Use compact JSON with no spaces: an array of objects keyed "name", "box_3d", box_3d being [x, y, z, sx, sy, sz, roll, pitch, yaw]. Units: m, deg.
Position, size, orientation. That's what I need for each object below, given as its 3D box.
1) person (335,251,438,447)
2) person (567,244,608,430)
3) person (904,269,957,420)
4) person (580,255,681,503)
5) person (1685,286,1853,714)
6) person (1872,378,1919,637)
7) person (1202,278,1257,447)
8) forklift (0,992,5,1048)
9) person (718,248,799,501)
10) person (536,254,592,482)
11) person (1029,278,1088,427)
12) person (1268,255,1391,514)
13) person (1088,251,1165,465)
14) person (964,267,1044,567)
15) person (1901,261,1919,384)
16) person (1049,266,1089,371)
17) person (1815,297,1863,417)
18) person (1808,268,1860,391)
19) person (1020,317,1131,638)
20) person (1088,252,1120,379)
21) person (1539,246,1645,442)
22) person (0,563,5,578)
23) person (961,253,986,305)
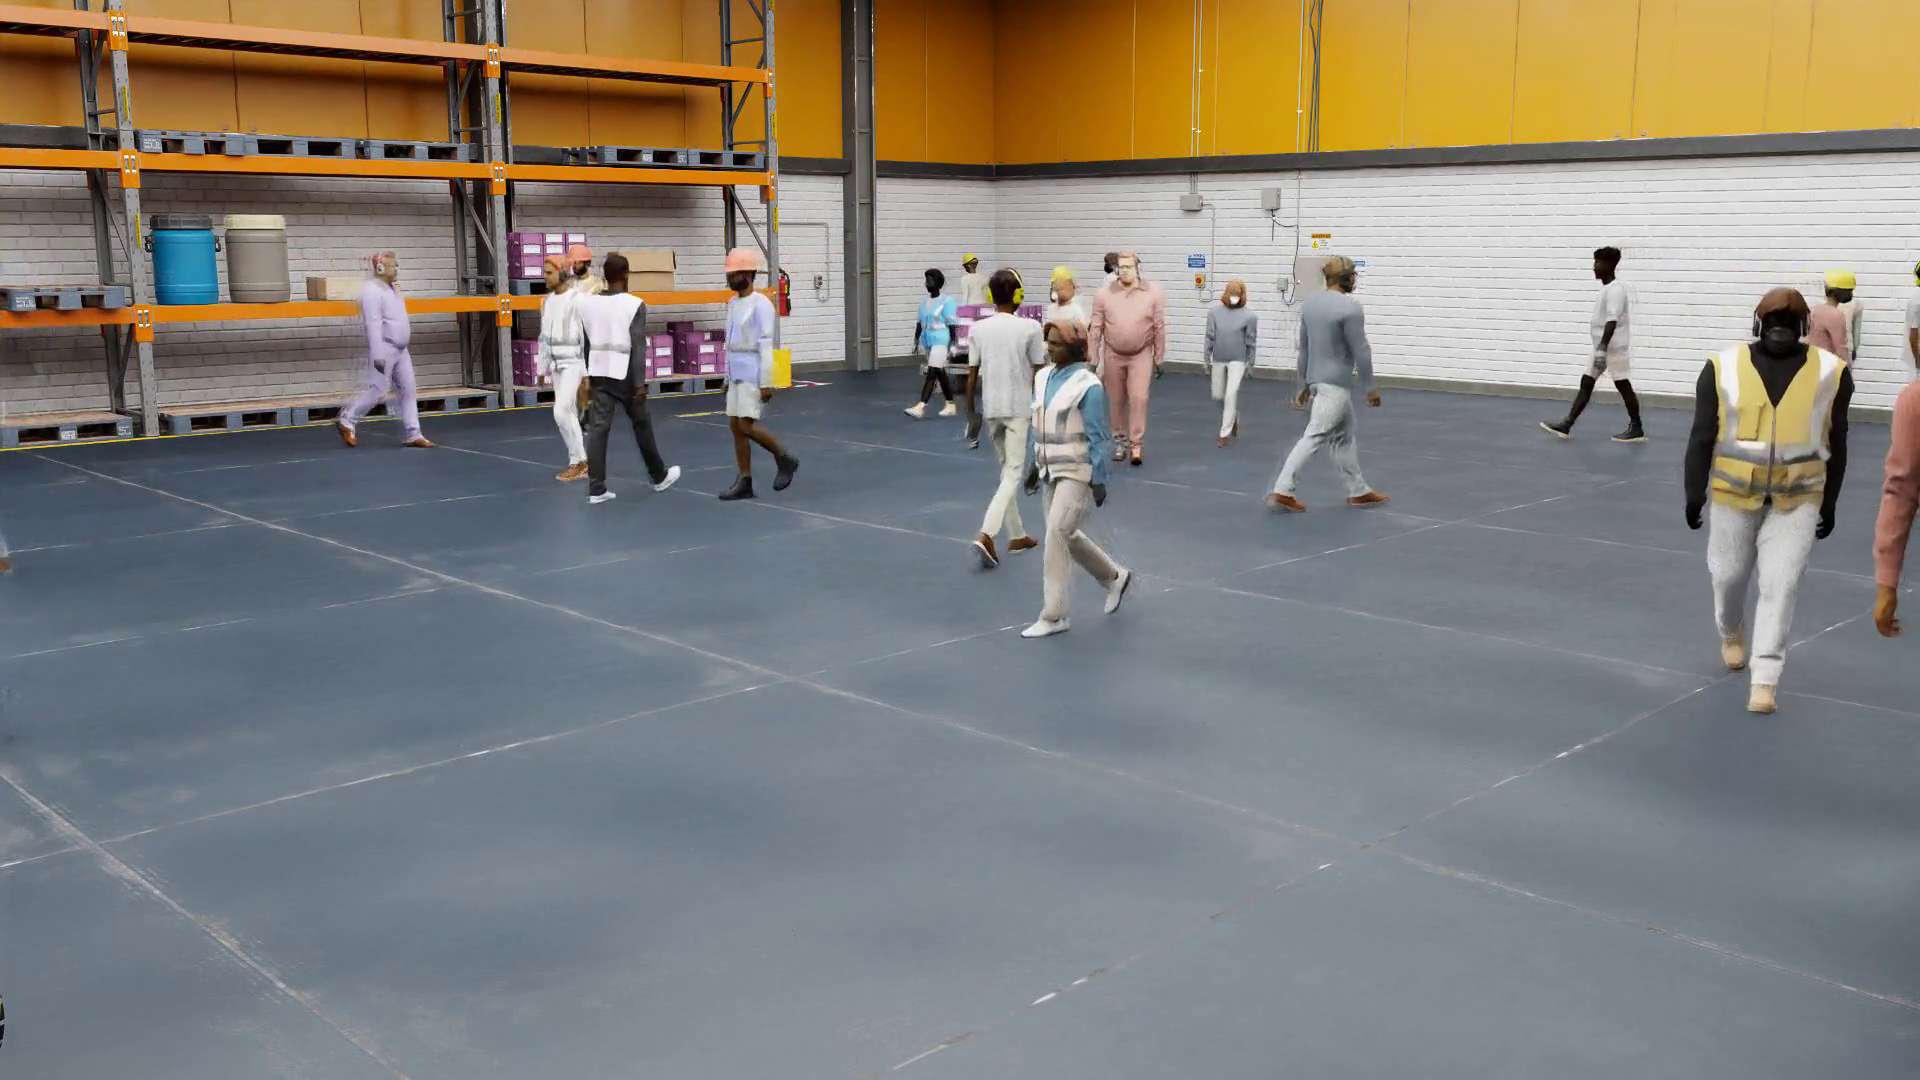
[{"name":"person","box_3d":[-5.483,-1.794,15.770,0.863,1.881,0.647,1,10,7]},{"name":"person","box_3d":[-3.932,-2.120,17.396,0.547,1.937,0.366,6,12,28]},{"name":"person","box_3d":[-0.318,-2.157,18.347,0.857,1.645,0.548,-9,14,-41]},{"name":"person","box_3d":[-2.598,-1.253,12.860,0.616,1.861,0.981,4,11,22]},{"name":"person","box_3d":[3.533,-0.210,7.325,0.632,1.814,0.842,5,11,24]},{"name":"person","box_3d":[3.150,0.125,5.097,0.647,1.956,0.516,8,13,38]},{"name":"person","box_3d":[2.616,-1.720,16.064,0.513,1.613,0.601,5,11,24]},{"name":"forklift","box_3d":[-3.245,0.323,3.363,2.313,2.155,1.214,2,11,13]},{"name":"person","box_3d":[-1.593,-1.262,12.735,0.547,1.922,0.544,-8,13,-36]},{"name":"person","box_3d":[-3.253,-1.398,13.641,0.602,1.864,0.492,10,14,42]},{"name":"person","box_3d":[1.007,-1.856,16.899,0.875,1.585,0.501,-7,12,-33]},{"name":"person","box_3d":[2.701,-1.131,12.163,1.042,1.893,0.627,-3,11,-15]},{"name":"person","box_3d":[1.454,-1.587,14.660,0.670,1.870,0.897,2,11,13]},{"name":"person","box_3d":[0.275,-0.769,10.331,0.535,1.835,0.926,6,12,29]},{"name":"person","box_3d":[8.406,-1.535,14.556,0.677,1.842,0.366,-8,13,-38]},{"name":"person","box_3d":[1.218,-2.162,18.293,0.867,1.690,0.479,-8,13,-37]},{"name":"person","box_3d":[9.267,-2.013,17.620,0.520,1.641,0.308,0,10,-1]},{"name":"person","box_3d":[7.210,-1.378,13.863,0.437,1.748,0.531,2,11,13]},{"name":"person","box_3d":[0.608,-0.334,8.510,0.705,1.618,0.505,-6,12,-29]},{"name":"person","box_3d":[1.935,-2.828,21.641,0.961,1.791,0.646,6,12,28]},{"name":"person","box_3d":[6.283,-1.908,16.296,1.011,1.905,0.625,1,10,7]},{"name":"person","box_3d":[-6.103,-0.677,9.584,0.964,1.901,0.633,-4,11,-22]},{"name":"person","box_3d":[0.176,-3.407,24.897,0.339,1.759,0.525,9,14,42]}]
